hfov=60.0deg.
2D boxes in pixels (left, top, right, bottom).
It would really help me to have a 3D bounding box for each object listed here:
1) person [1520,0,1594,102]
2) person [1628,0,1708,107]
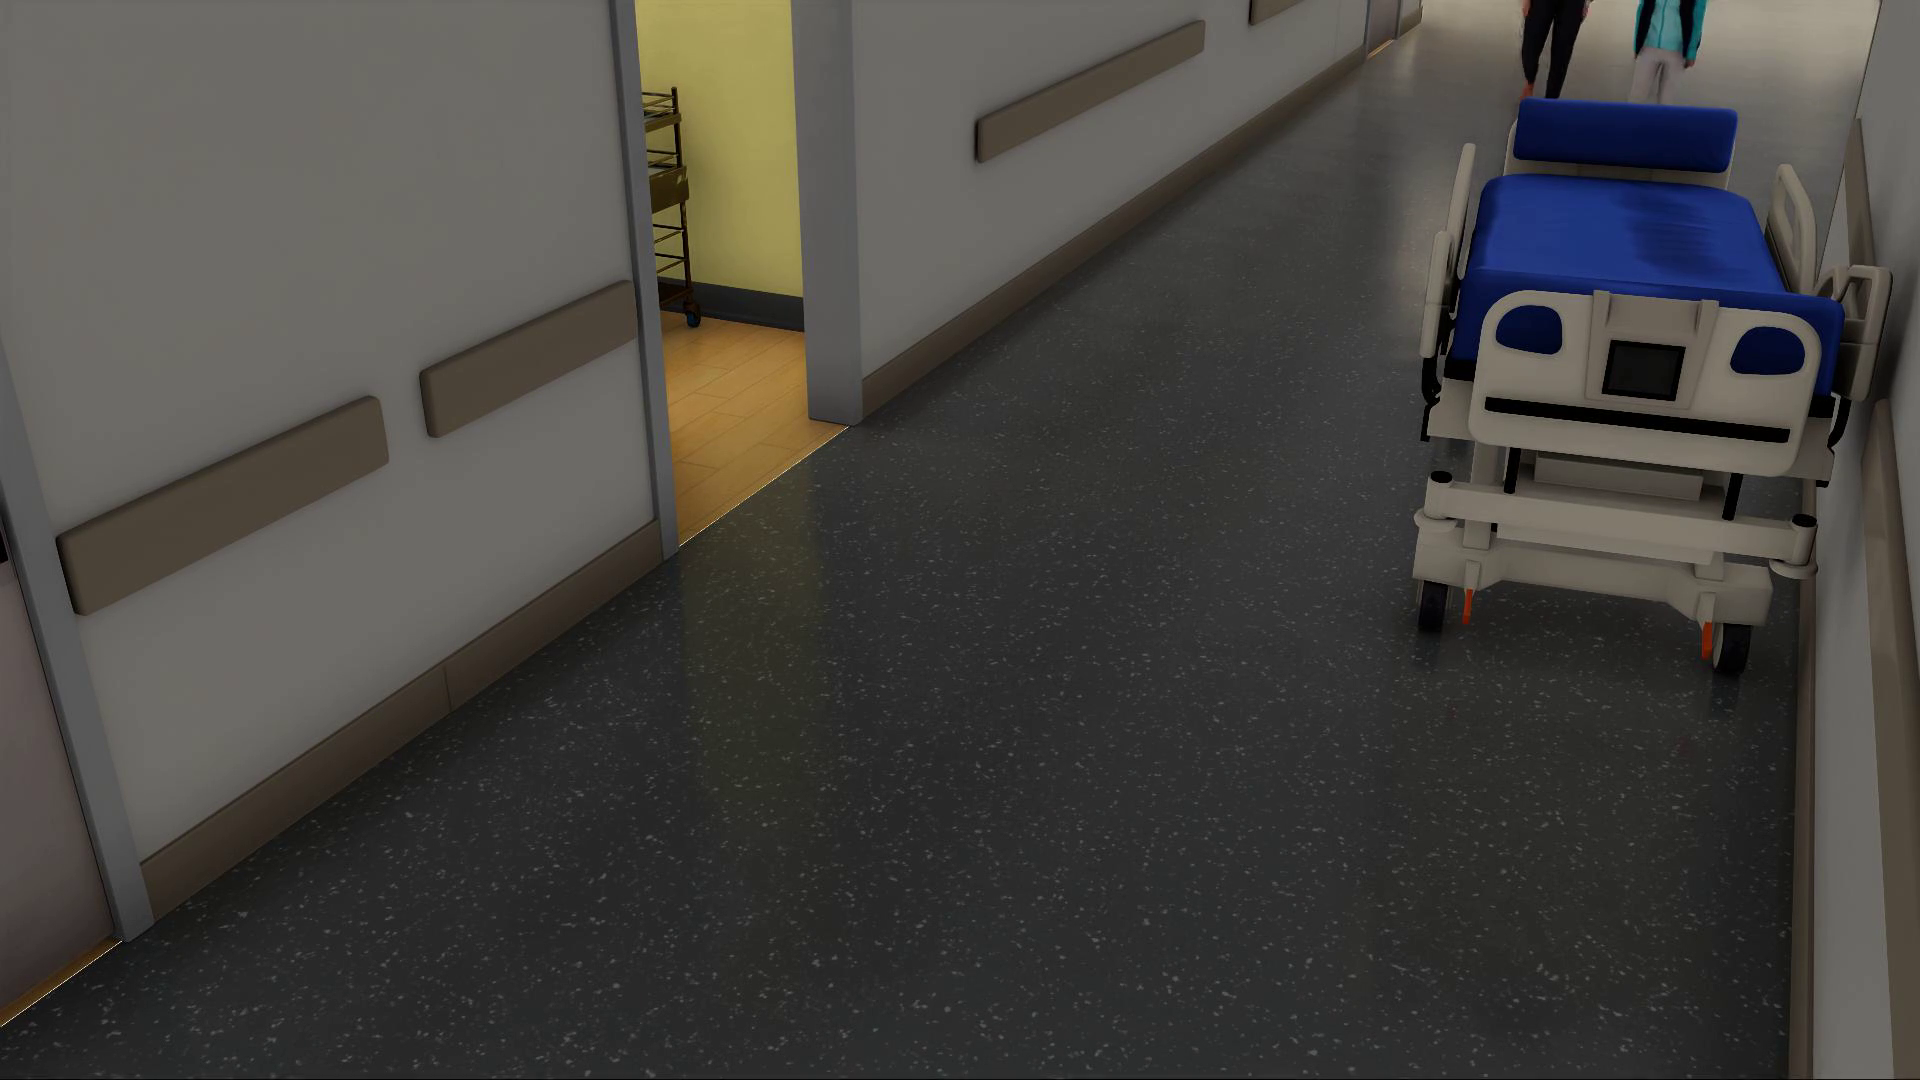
[{"bbox_3d":[4.228,-3.864,11.772,0.752,1.716,0.762,6,26,13],"label":"person"},{"bbox_3d":[4.471,-3.113,10.483,0.725,1.484,0.703,16,30,29],"label":"person"}]
